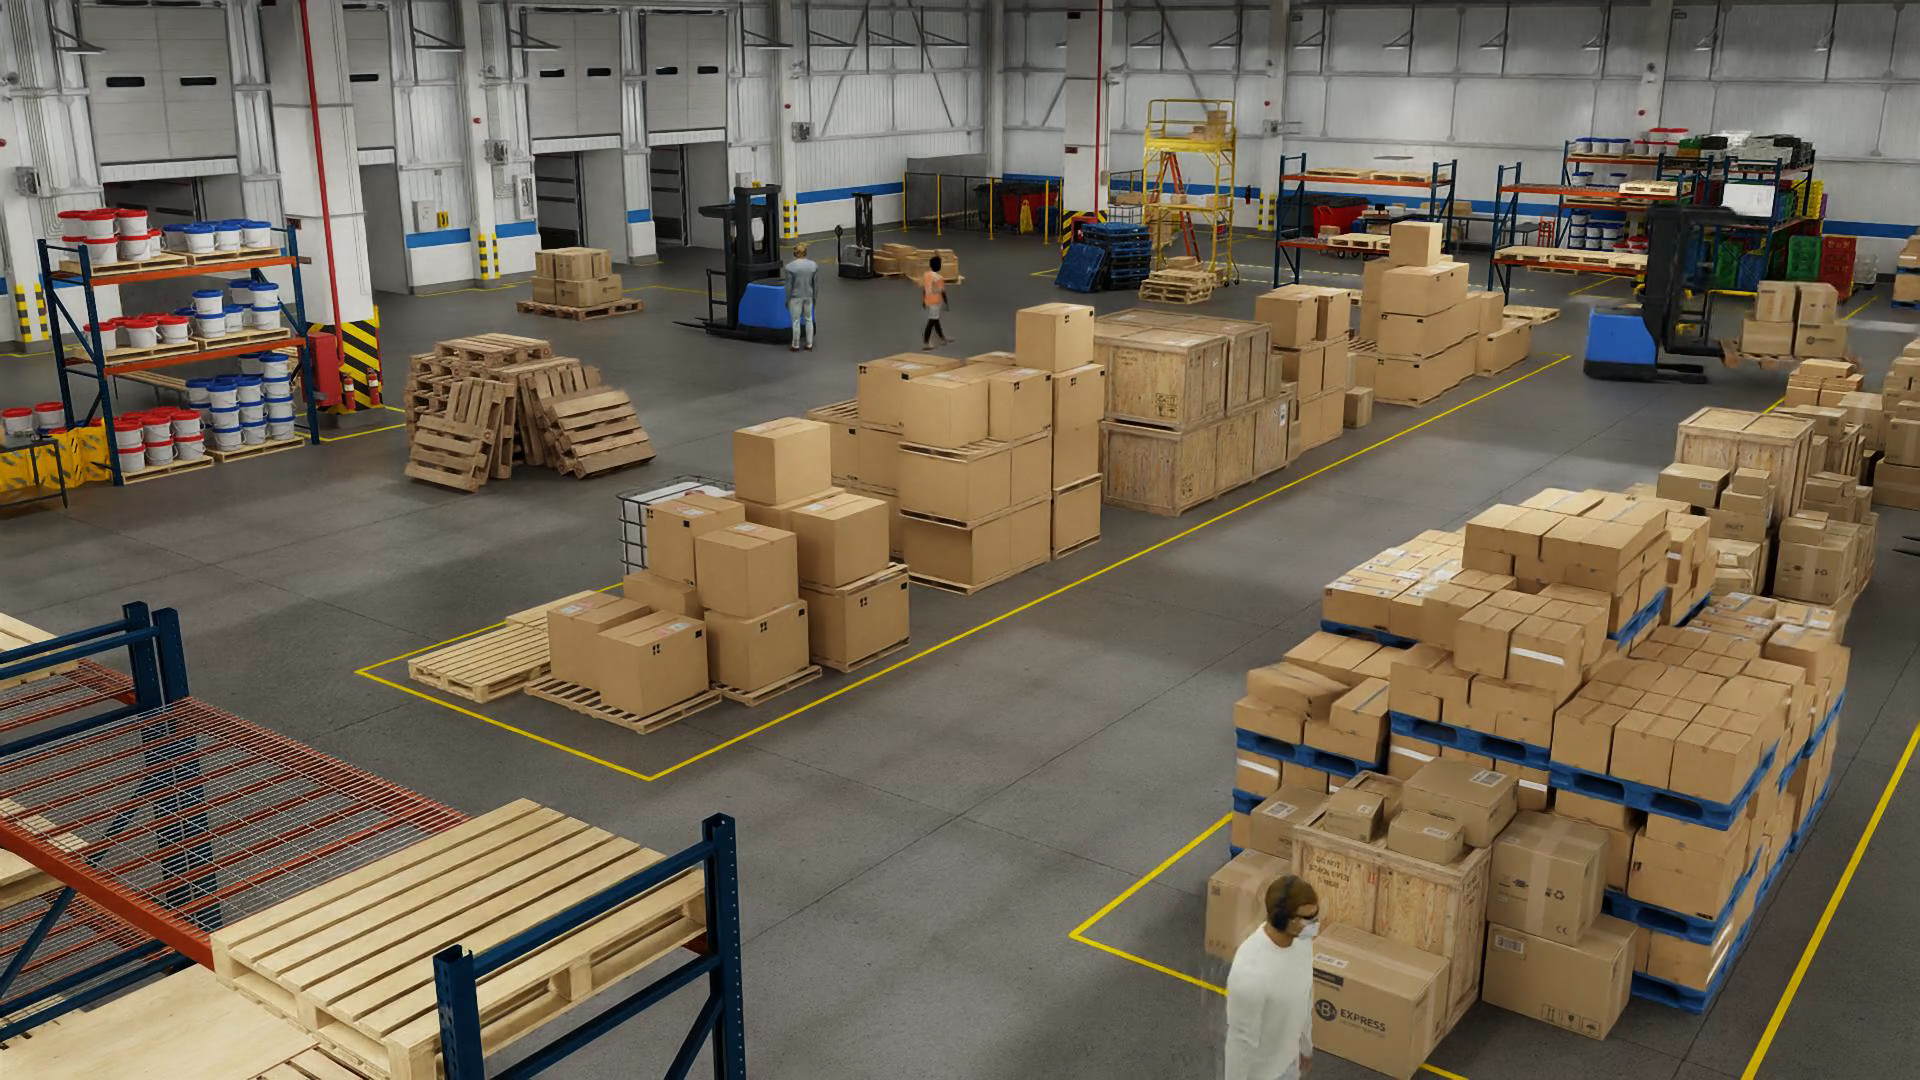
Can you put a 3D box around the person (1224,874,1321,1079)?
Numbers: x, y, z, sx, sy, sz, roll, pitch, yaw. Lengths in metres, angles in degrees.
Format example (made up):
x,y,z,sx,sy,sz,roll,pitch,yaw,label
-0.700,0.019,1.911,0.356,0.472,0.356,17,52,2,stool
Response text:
x,y,z,sx,sy,sz,roll,pitch,yaw,label
1.422,2.383,7.511,0.529,1.920,0.651,11,20,31,person

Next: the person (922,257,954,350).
x,y,z,sx,sy,sz,roll,pitch,yaw,label
-0.371,-4.272,29.985,0.822,1.656,0.555,-11,20,-32,person

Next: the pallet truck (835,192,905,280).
x,y,z,sx,sy,sz,roll,pitch,yaw,label
-1.936,-7.159,38.982,1.885,1.965,0.823,-12,21,-34,pallet truck

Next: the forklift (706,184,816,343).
x,y,z,sx,sy,sz,roll,pitch,yaw,label
-3.717,-5.181,30.929,1.873,2.768,1.129,12,21,35,forklift

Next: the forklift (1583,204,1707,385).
x,y,z,sx,sy,sz,roll,pitch,yaw,label
11.350,-4.063,27.226,1.873,2.768,1.129,6,18,19,forklift

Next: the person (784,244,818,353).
x,y,z,sx,sy,sz,roll,pitch,yaw,label
-2.830,-4.310,29.670,0.636,1.931,0.377,-9,19,-28,person
